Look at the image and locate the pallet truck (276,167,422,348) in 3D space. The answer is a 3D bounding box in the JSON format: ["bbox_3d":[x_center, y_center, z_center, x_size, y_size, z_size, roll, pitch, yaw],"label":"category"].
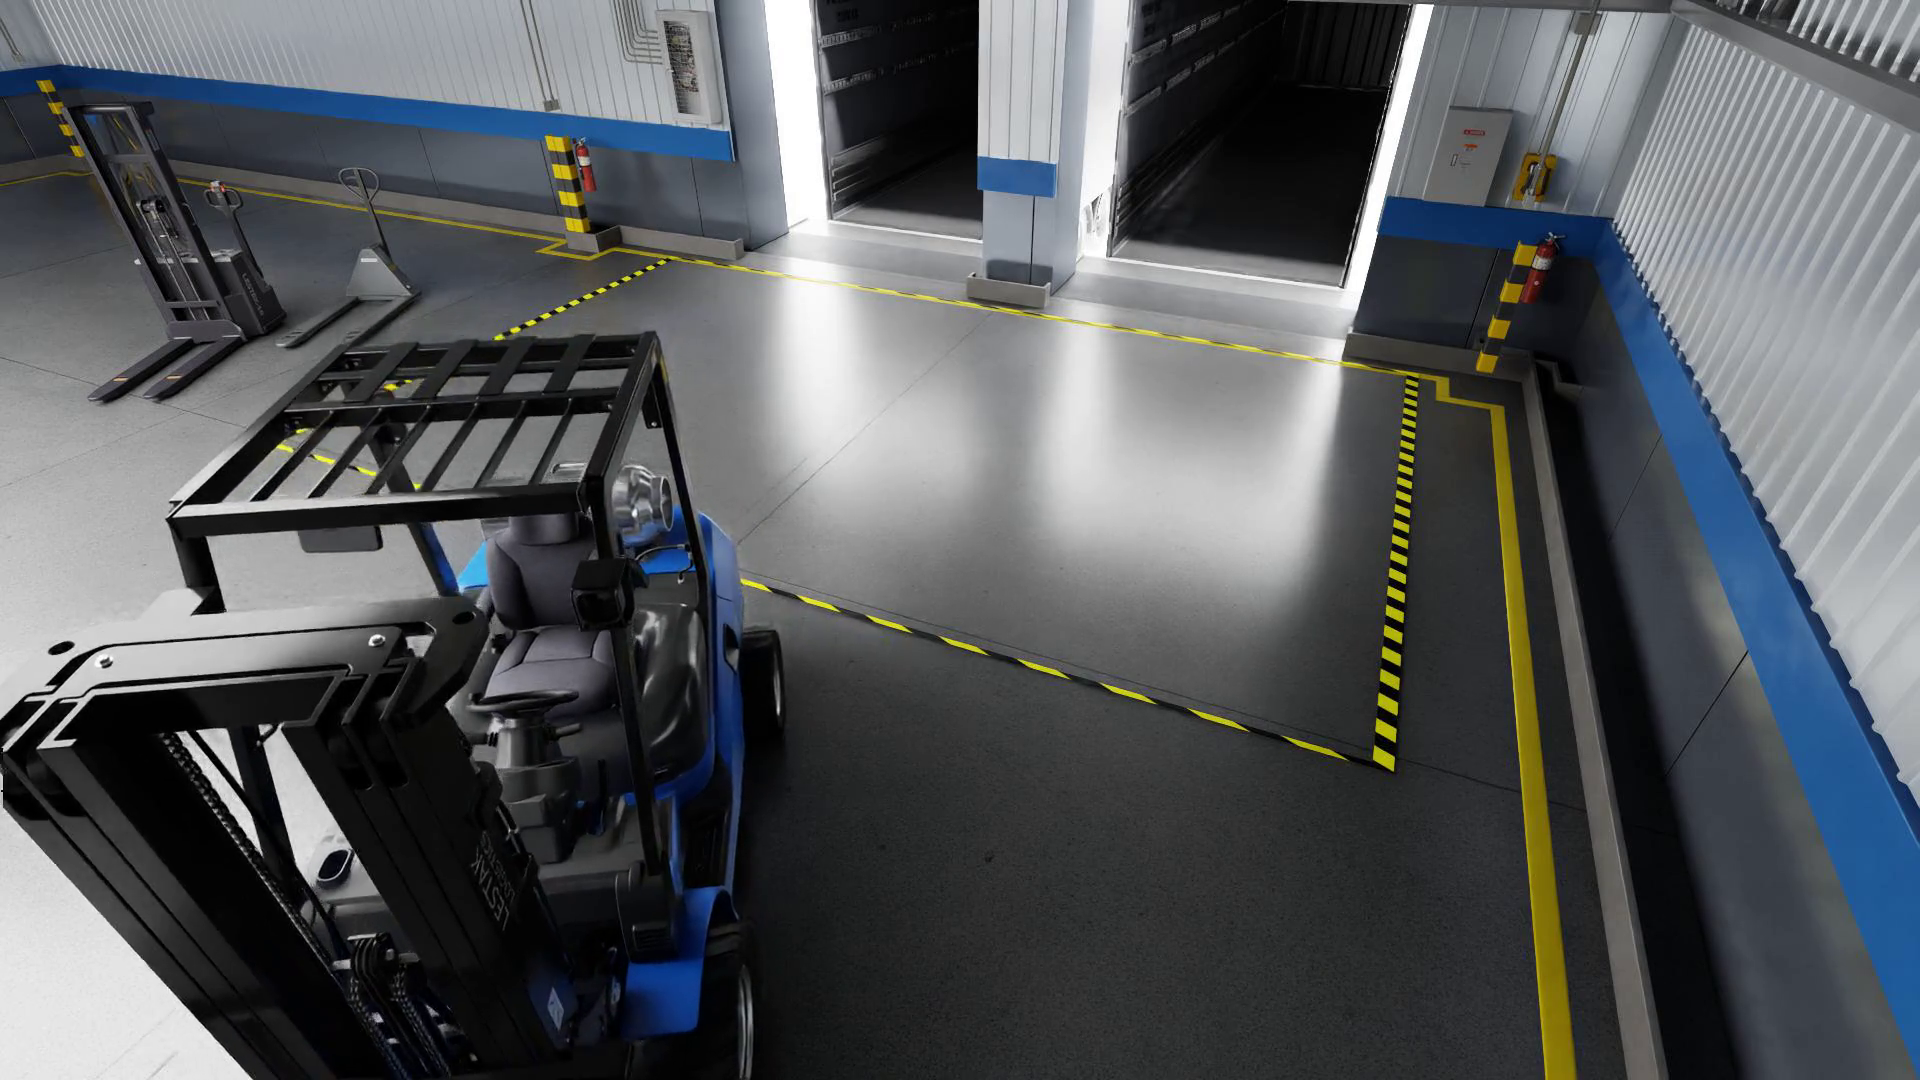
[{"bbox_3d":[-5.732,-2.611,8.414,0.680,1.201,1.601,-1,35,-1],"label":"pallet truck"}]

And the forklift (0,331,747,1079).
[{"bbox_3d":[-1.419,0.474,3.032,1.157,2.036,2.680,-4,35,-6],"label":"forklift"}]

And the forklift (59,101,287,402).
[{"bbox_3d":[-6.686,-2.387,7.434,0.823,1.965,1.885,-3,35,-5],"label":"forklift"}]
